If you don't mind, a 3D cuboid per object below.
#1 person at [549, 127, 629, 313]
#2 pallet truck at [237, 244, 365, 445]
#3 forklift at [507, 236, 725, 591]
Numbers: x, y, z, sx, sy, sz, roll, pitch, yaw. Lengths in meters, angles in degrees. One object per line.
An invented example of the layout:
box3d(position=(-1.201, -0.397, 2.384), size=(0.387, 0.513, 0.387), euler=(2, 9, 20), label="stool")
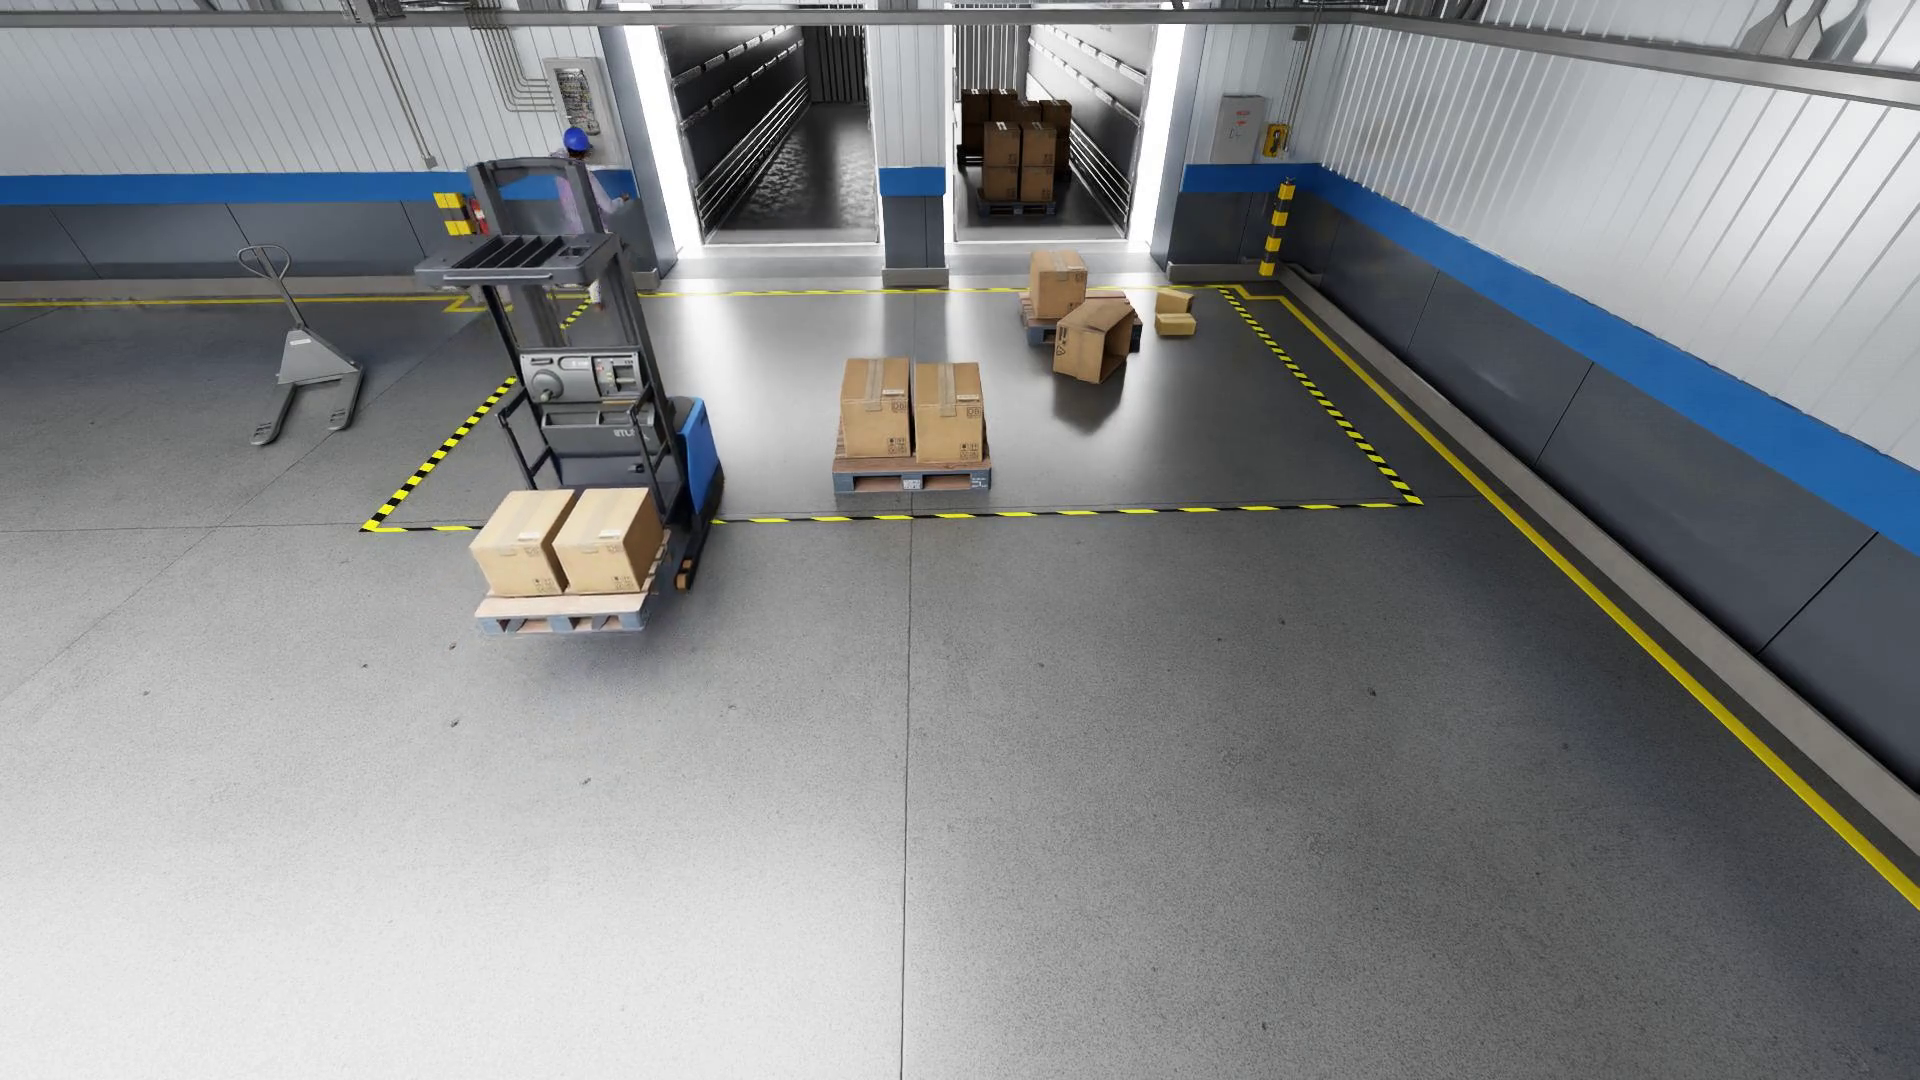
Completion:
box3d(position=(-3.991, -3.493, 8.054), size=(0.858, 1.901, 0.719), euler=(19, 42, 22), label="person")
box3d(position=(-5.915, -1.733, 6.366), size=(0.680, 1.201, 1.601), euler=(-18, 42, -21), label="pallet truck")
box3d(position=(-2.164, -0.959, 4.746), size=(0.716, 2.013, 0.776), euler=(-2, 39, -2), label="forklift")
